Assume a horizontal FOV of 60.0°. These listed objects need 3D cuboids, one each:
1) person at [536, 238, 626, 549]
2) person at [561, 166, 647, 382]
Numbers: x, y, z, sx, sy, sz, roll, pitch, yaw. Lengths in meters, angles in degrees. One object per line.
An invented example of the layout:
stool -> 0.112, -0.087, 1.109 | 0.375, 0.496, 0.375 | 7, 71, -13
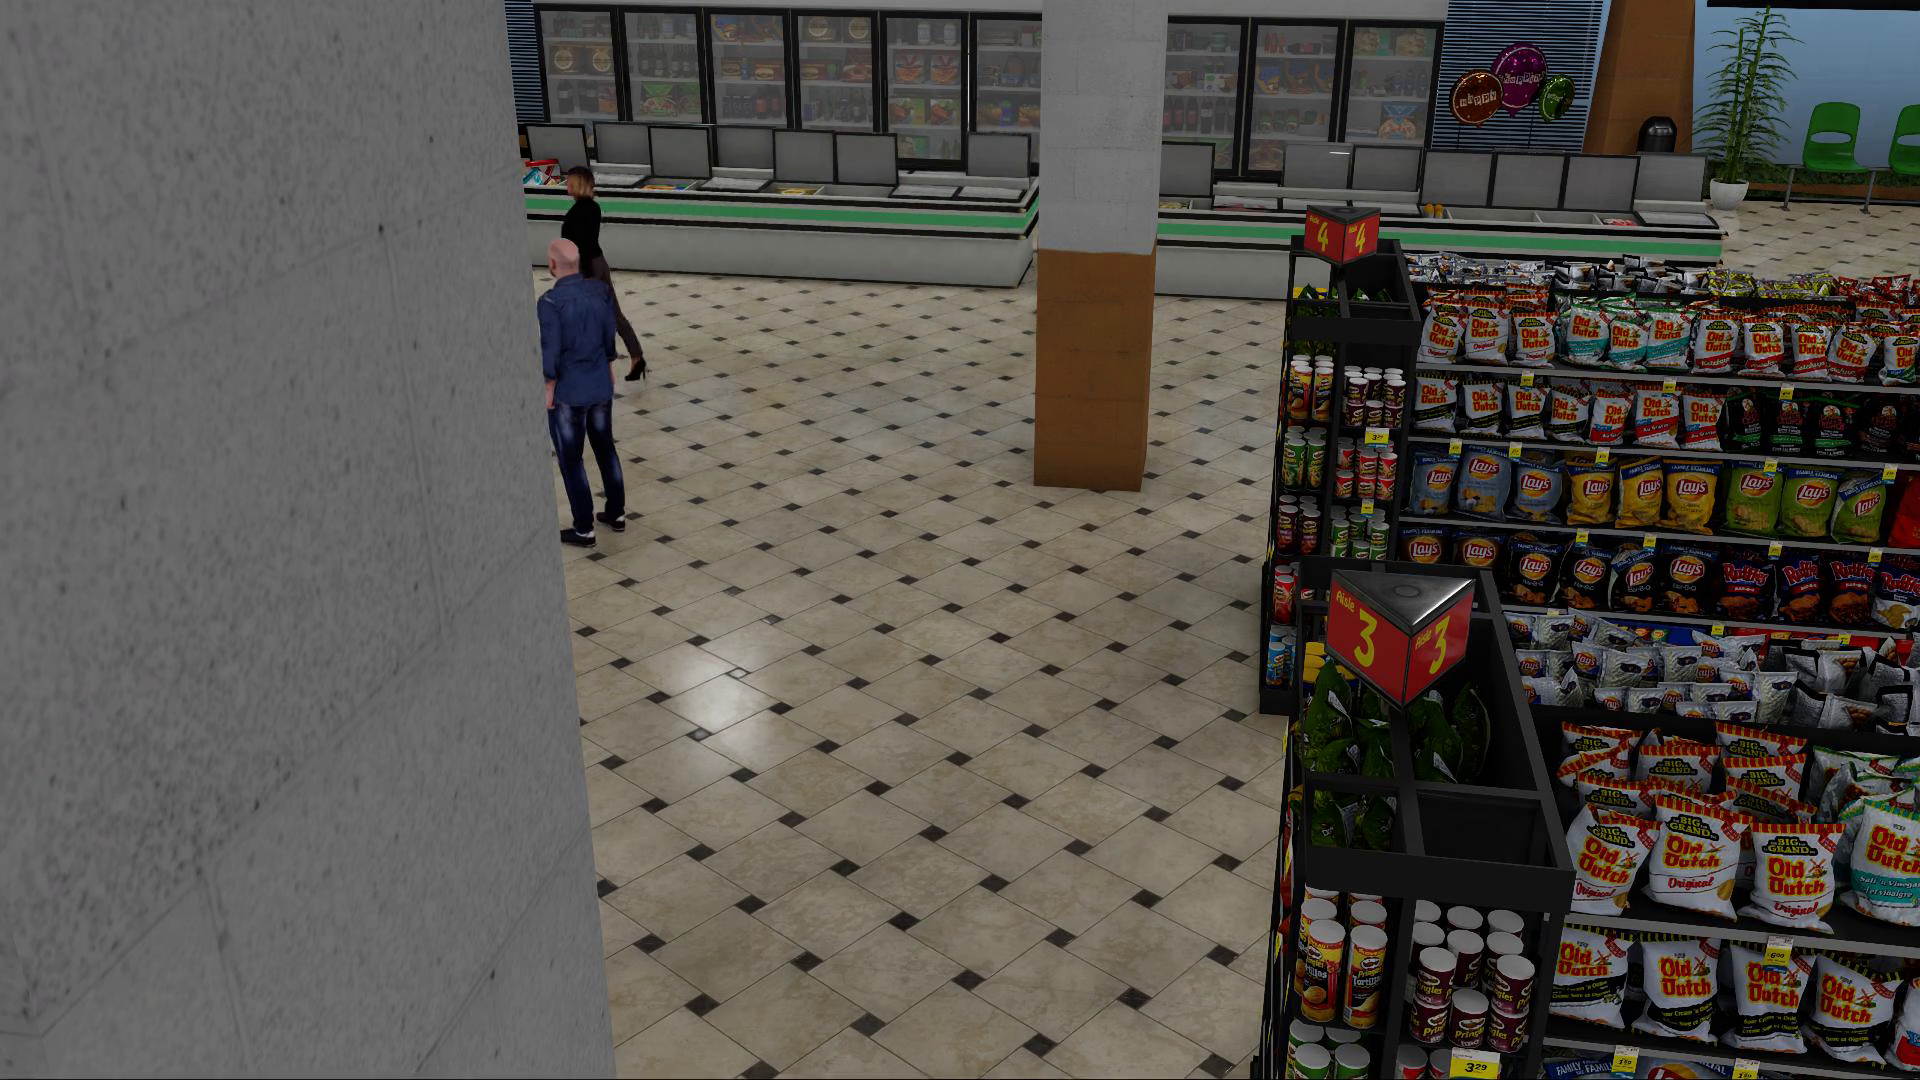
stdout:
person -> -2.222, -0.859, 9.700 | 0.752, 1.825, 0.800 | 16, 28, 32
person -> -2.656, -1.912, 12.362 | 1.022, 1.621, 0.615 | 5, 24, 11
